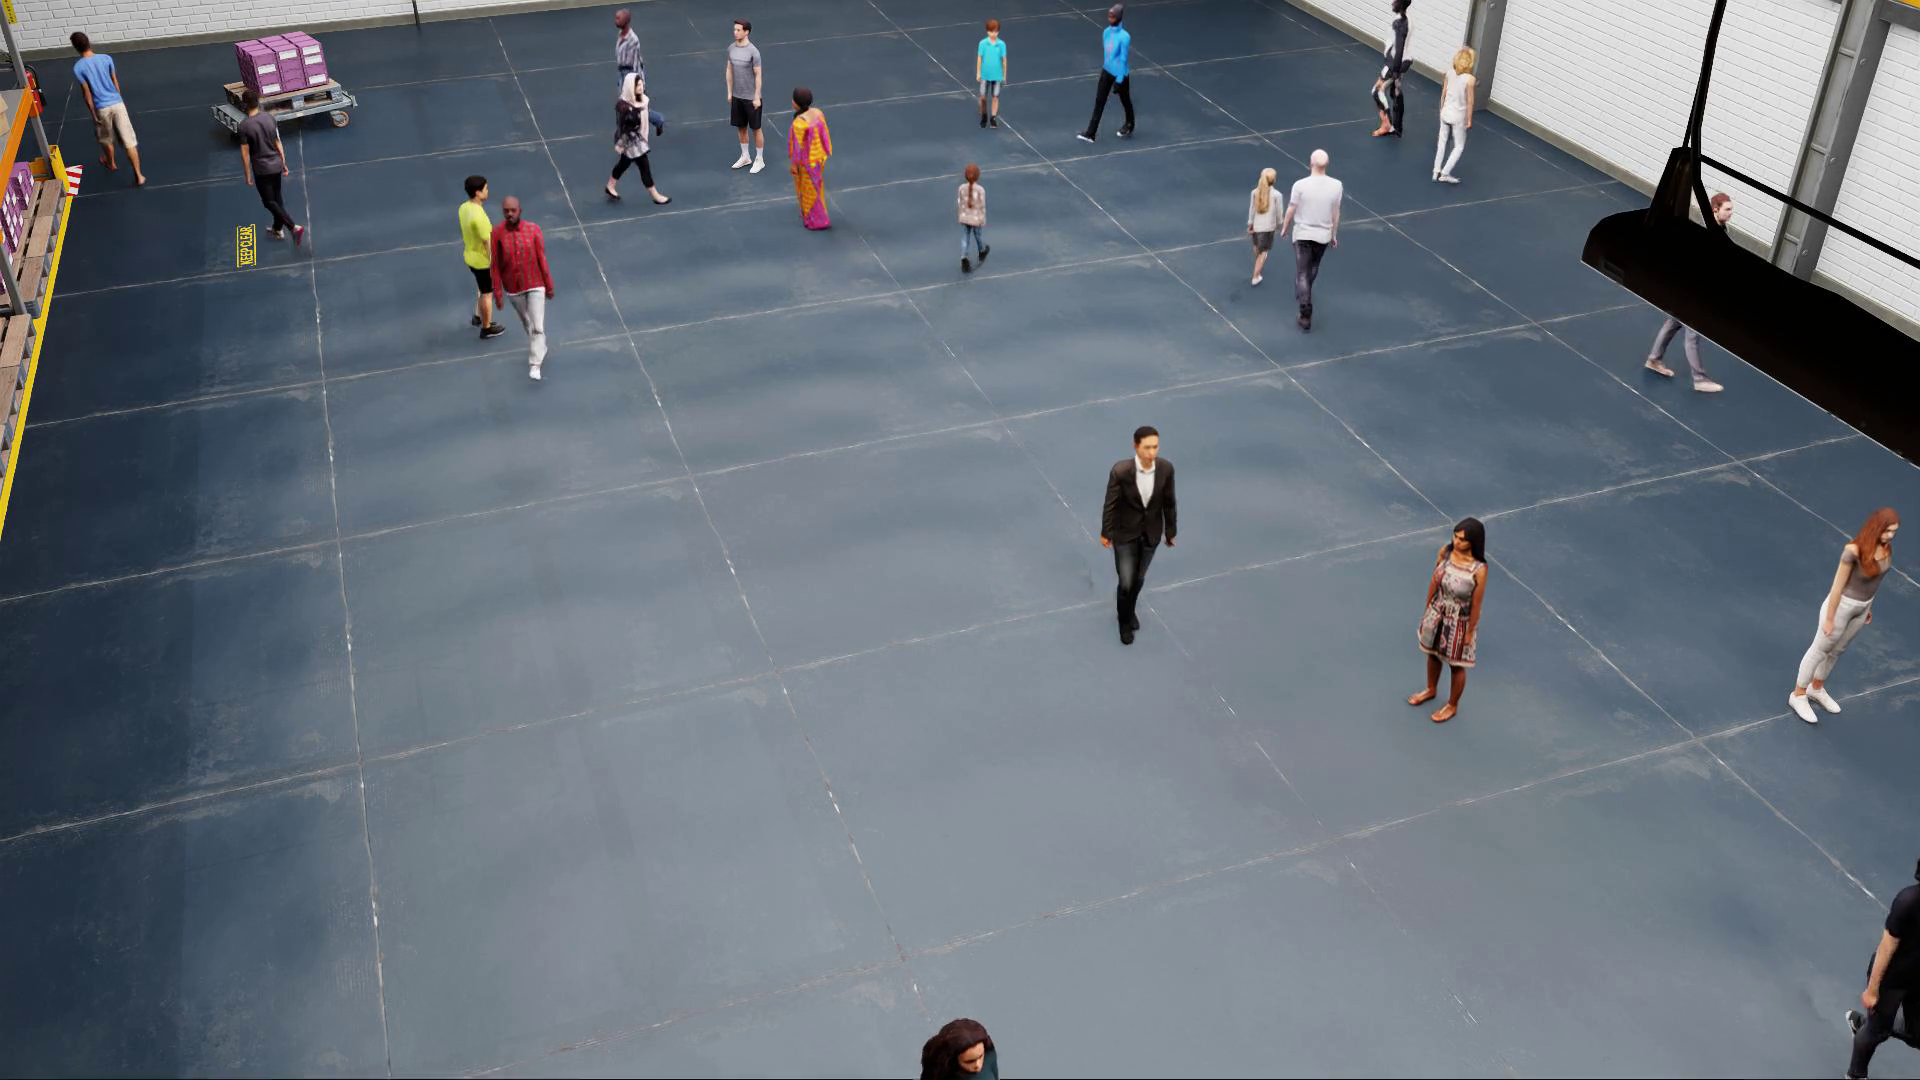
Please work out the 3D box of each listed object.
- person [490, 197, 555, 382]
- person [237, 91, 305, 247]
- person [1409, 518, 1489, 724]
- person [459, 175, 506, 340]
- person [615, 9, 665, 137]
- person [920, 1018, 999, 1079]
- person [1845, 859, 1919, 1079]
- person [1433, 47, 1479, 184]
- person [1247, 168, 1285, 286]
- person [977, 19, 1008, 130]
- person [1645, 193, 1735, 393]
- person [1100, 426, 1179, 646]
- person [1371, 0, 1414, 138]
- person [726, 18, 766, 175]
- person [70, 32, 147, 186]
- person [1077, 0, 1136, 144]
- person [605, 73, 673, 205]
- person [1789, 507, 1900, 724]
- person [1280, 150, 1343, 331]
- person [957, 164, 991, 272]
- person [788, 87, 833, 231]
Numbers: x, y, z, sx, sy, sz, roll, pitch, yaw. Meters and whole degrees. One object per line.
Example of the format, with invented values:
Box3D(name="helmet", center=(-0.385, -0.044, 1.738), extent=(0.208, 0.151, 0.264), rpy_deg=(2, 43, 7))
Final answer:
Box3D(name="person", center=(-4.211, -2.486, 16.096), extent=(0.925, 1.782, 1.249), rpy_deg=(-2, 34, -2))
Box3D(name="person", center=(-7.693, -4.118, 18.584), extent=(1.156, 1.747, 1.020), rpy_deg=(21, 39, 28))
Box3D(name="person", center=(3.473, 0.542, 11.665), extent=(0.771, 1.644, 0.583), rpy_deg=(-23, 40, -31))
Box3D(name="person", center=(-4.884, -2.817, 16.670), extent=(0.813, 1.698, 0.681), rpy_deg=(-22, 40, -30))
Box3D(name="person", center=(-4.124, -5.860, 21.173), extent=(0.818, 1.780, 0.844), rpy_deg=(-21, 39, -29))
Box3D(name="person", center=(-0.022, 2.876, 8.193), extent=(0.688, 1.600, 0.830), rpy_deg=(-18, 38, -25))
Box3D(name="person", center=(5.028, 2.267, 8.911), extent=(0.756, 1.819, 0.832), rpy_deg=(-2, 34, -3))
Box3D(name="person", center=(6.007, -5.157, 20.221), extent=(0.591, 1.663, 0.762), rpy_deg=(28, 43, 35))
Box3D(name="person", center=(3.253, -3.354, 17.886), extent=(0.850, 1.246, 0.866), rpy_deg=(19, 38, 26))
Box3D(name="person", center=(0.413, -6.179, 21.958), extent=(0.610, 1.442, 0.613), rpy_deg=(-1, 34, -1))
Box3D(name="person", center=(6.939, -2.428, 15.895), extent=(0.915, 1.908, 1.193), rpy_deg=(-23, 40, -30))
Box3D(name="person", center=(1.298, -0.114, 12.523), extent=(0.736, 1.787, 0.722), rpy_deg=(-8, 34, -12))
Box3D(name="person", center=(5.715, -6.113, 21.465), extent=(0.882, 1.879, 0.816), rpy_deg=(13, 36, 19))
Box3D(name="person", center=(-2.631, -5.508, 20.562), extent=(0.698, 1.871, 0.795), rpy_deg=(20, 38, 27))
Box3D(name="person", center=(-10.259, -5.169, 20.107), extent=(0.925, 1.809, 1.269), rpy_deg=(-22, 40, -30))
Box3D(name="person", center=(2.079, -5.973, 21.390), extent=(1.016, 1.729, 1.218), rpy_deg=(-27, 42, -34))
Box3D(name="person", center=(-3.951, -4.715, 19.637), extent=(1.132, 1.574, 1.125), rpy_deg=(14, 36, 20))
Box3D(name="person", center=(6.214, 0.489, 11.677), extent=(0.606, 1.719, 0.535), rpy_deg=(-15, 36, -21))
Box3D(name="person", center=(3.584, -3.017, 16.892), extent=(0.912, 1.785, 1.263), rpy_deg=(-2, 34, -4))
Box3D(name="person", center=(0.104, -3.507, 18.181), extent=(0.748, 1.174, 0.831), rpy_deg=(11, 35, 16))
Box3D(name="person", center=(-1.682, -4.368, 19.041), extent=(0.926, 1.656, 0.865), rpy_deg=(14, 36, 21))
